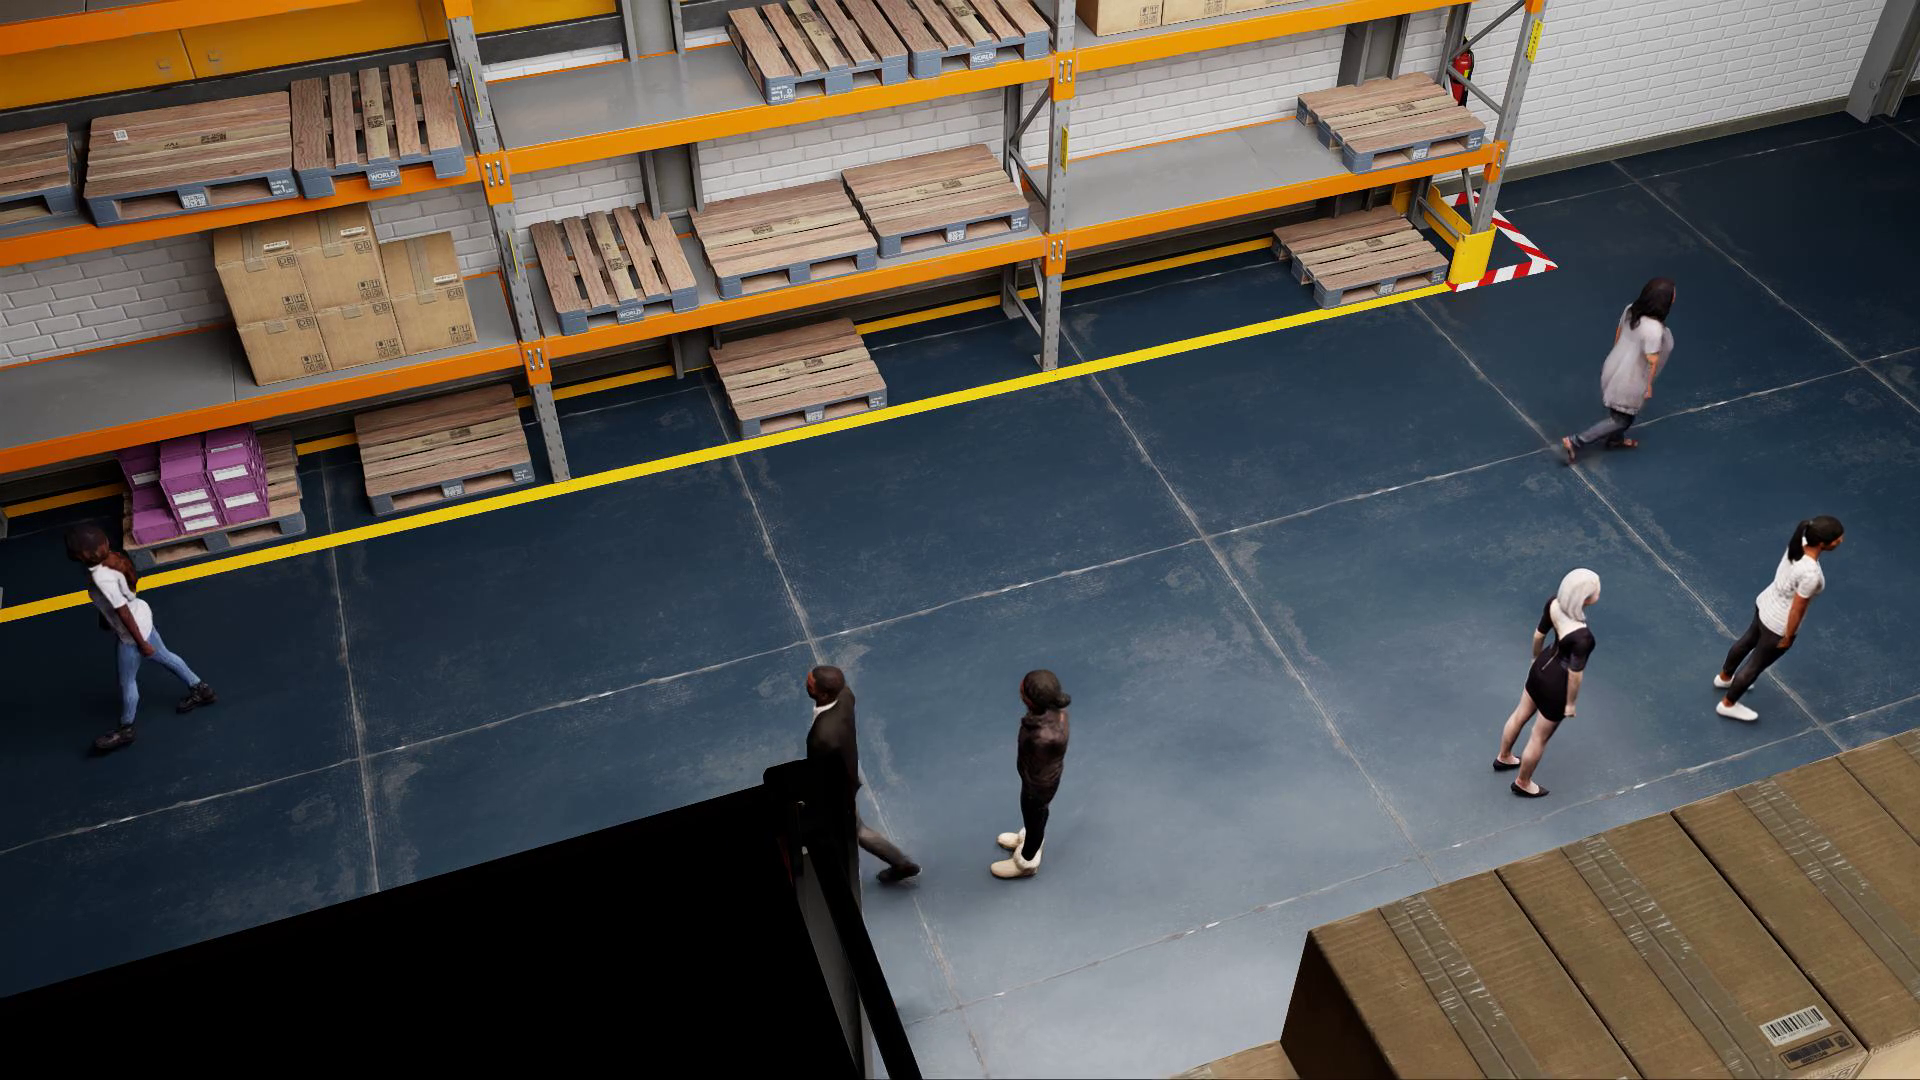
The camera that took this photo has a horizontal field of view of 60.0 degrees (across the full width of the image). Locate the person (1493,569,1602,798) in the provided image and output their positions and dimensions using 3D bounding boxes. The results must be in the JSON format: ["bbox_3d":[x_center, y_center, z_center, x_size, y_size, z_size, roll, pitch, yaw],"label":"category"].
[{"bbox_3d":[3.530,0.848,9.937,0.519,1.830,0.605,-10,44,-10],"label":"person"}]

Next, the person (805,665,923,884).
[{"bbox_3d":[-0.621,1.393,9.417,1.270,1.759,1.007,4,44,4],"label":"person"}]

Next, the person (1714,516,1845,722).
[{"bbox_3d":[5.140,0.473,10.470,0.668,1.638,0.641,9,44,9],"label":"person"}]

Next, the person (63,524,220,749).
[{"bbox_3d":[-5.076,0.529,10.372,1.031,1.691,0.693,-21,48,-21],"label":"person"}]

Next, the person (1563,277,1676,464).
[{"bbox_3d":[4.894,-1.222,12.282,1.001,1.592,0.788,-4,44,-4],"label":"person"}]

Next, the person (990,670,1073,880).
[{"bbox_3d":[0.466,1.344,9.536,0.758,1.664,0.694,0,44,0],"label":"person"}]
